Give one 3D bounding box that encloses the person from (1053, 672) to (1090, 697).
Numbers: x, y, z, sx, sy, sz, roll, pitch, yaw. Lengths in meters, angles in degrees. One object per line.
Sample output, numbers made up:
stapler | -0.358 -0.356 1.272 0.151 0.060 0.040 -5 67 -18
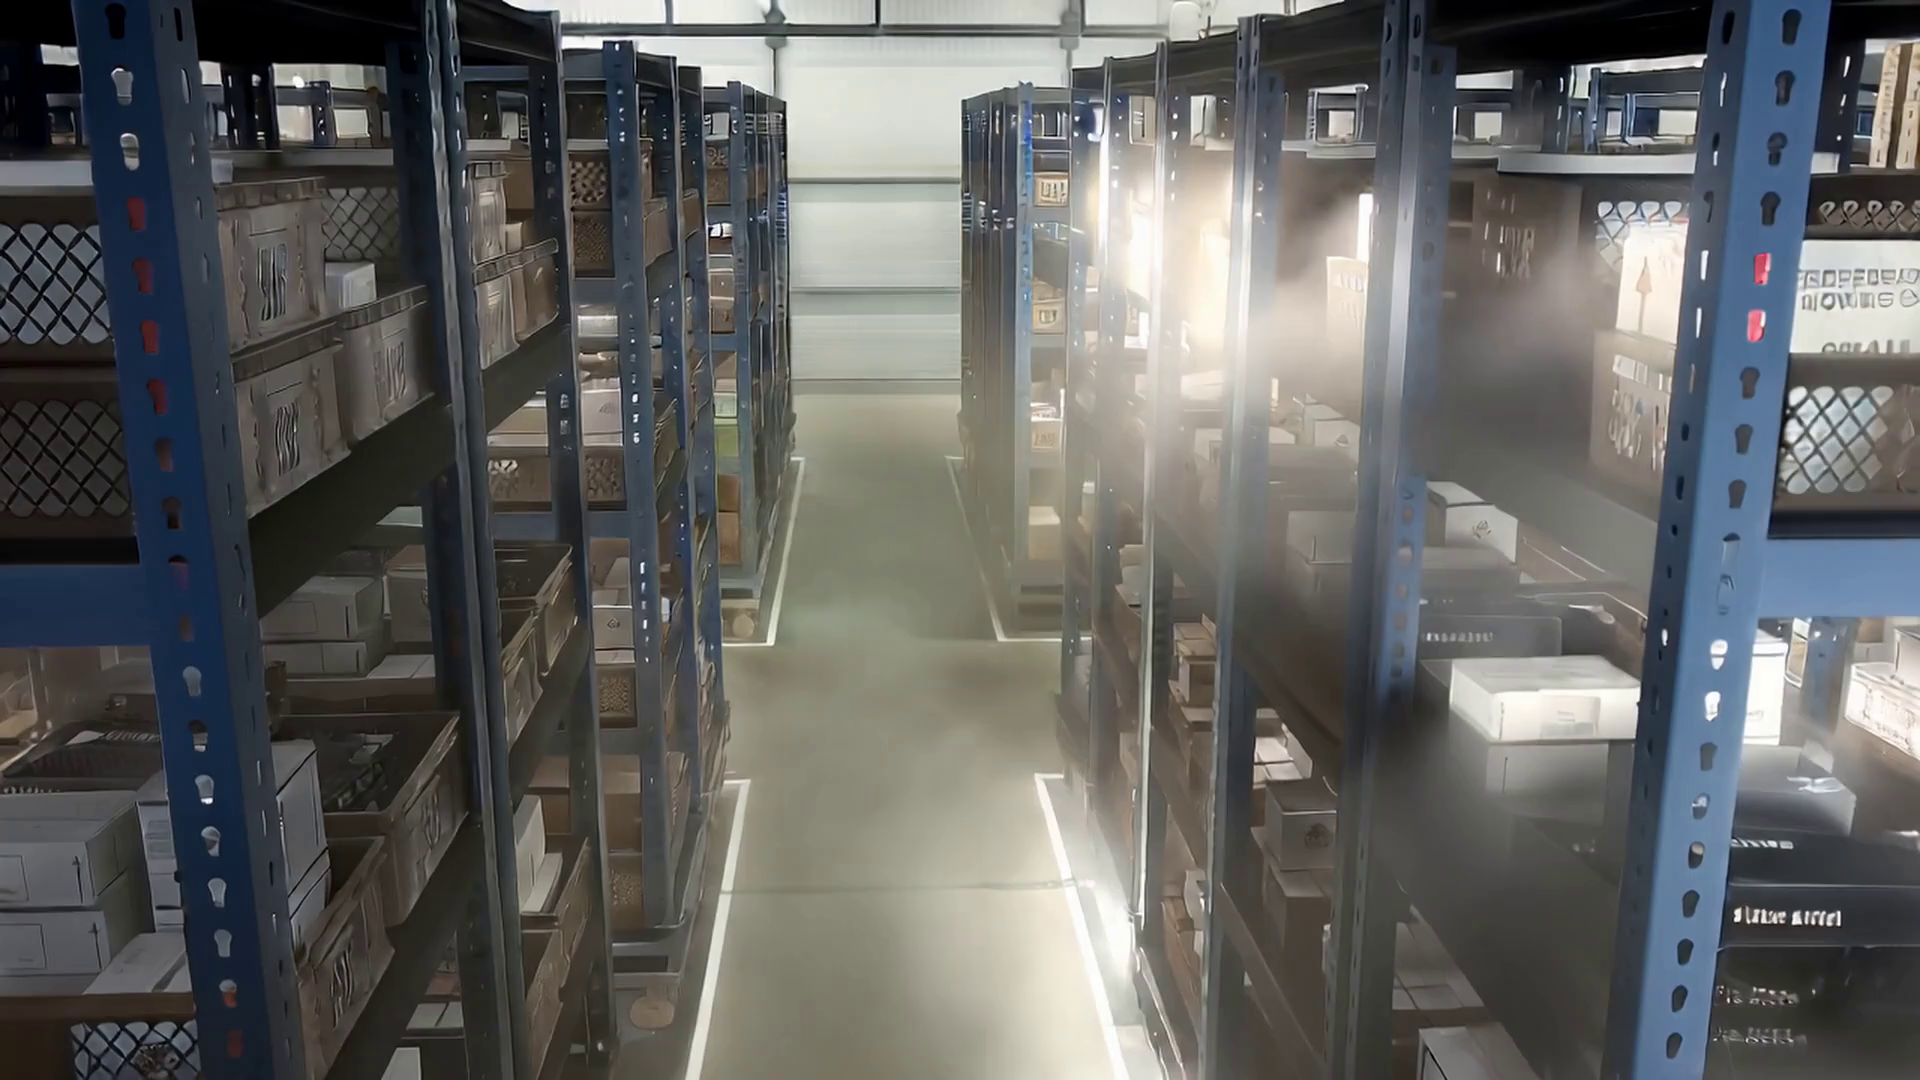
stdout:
person | 0.883 0.252 8.995 0.623 1.816 0.604 5 15 18
